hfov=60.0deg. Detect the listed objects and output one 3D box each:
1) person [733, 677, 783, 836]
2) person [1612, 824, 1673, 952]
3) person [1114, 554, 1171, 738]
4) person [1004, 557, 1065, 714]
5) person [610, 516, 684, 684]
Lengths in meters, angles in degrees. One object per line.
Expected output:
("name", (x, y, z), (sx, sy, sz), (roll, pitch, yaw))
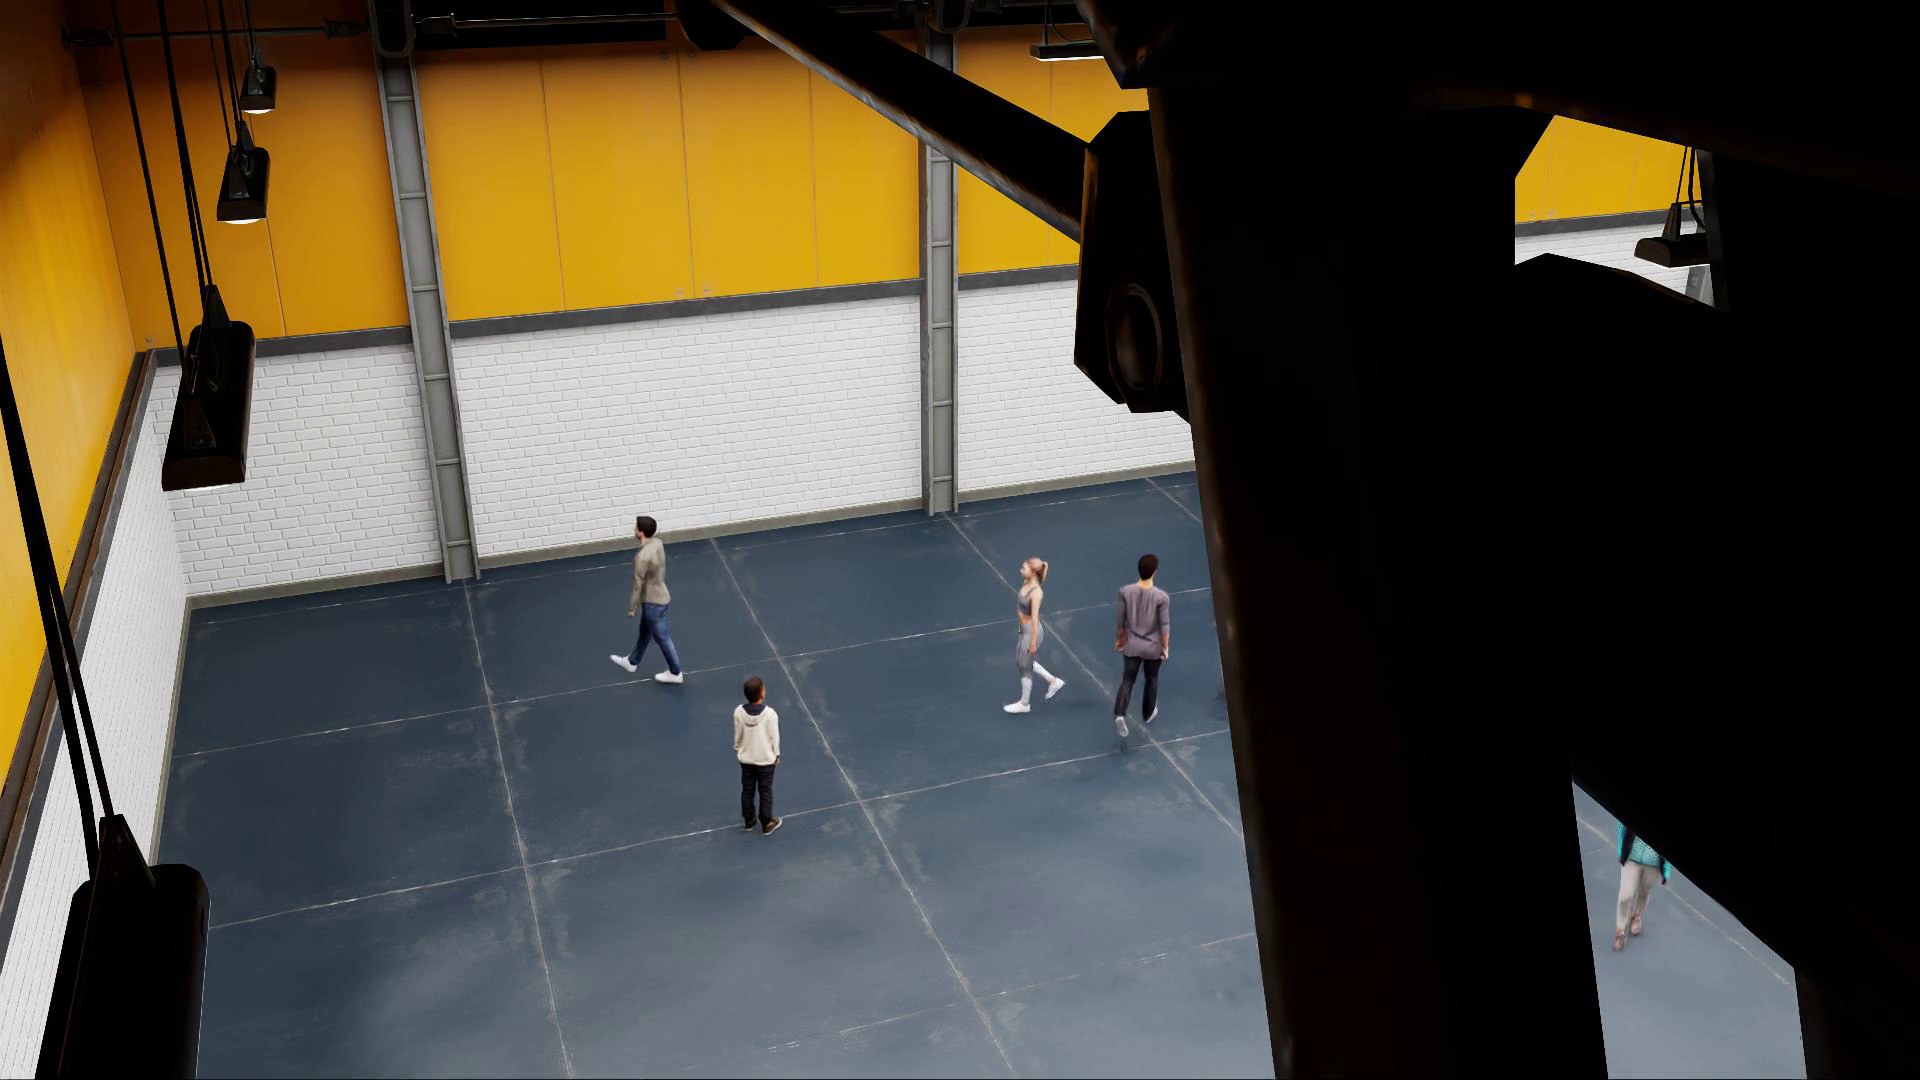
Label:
("person", (-1.778, 1.896, 14.544), (0.645, 1.446, 0.723), (8, 25, 18))
("person", (5.422, 2.487, 13.156), (0.846, 1.475, 0.907), (10, 25, 21))
("person", (1.727, 1.050, 16.016), (1.095, 1.819, 1.132), (9, 25, 20))
("person", (0.770, 0.934, 16.433), (0.894, 1.697, 0.675), (-3, 24, -7))
("person", (-3.032, 0.643, 16.925), (1.188, 1.835, 1.032), (4, 24, 8))
